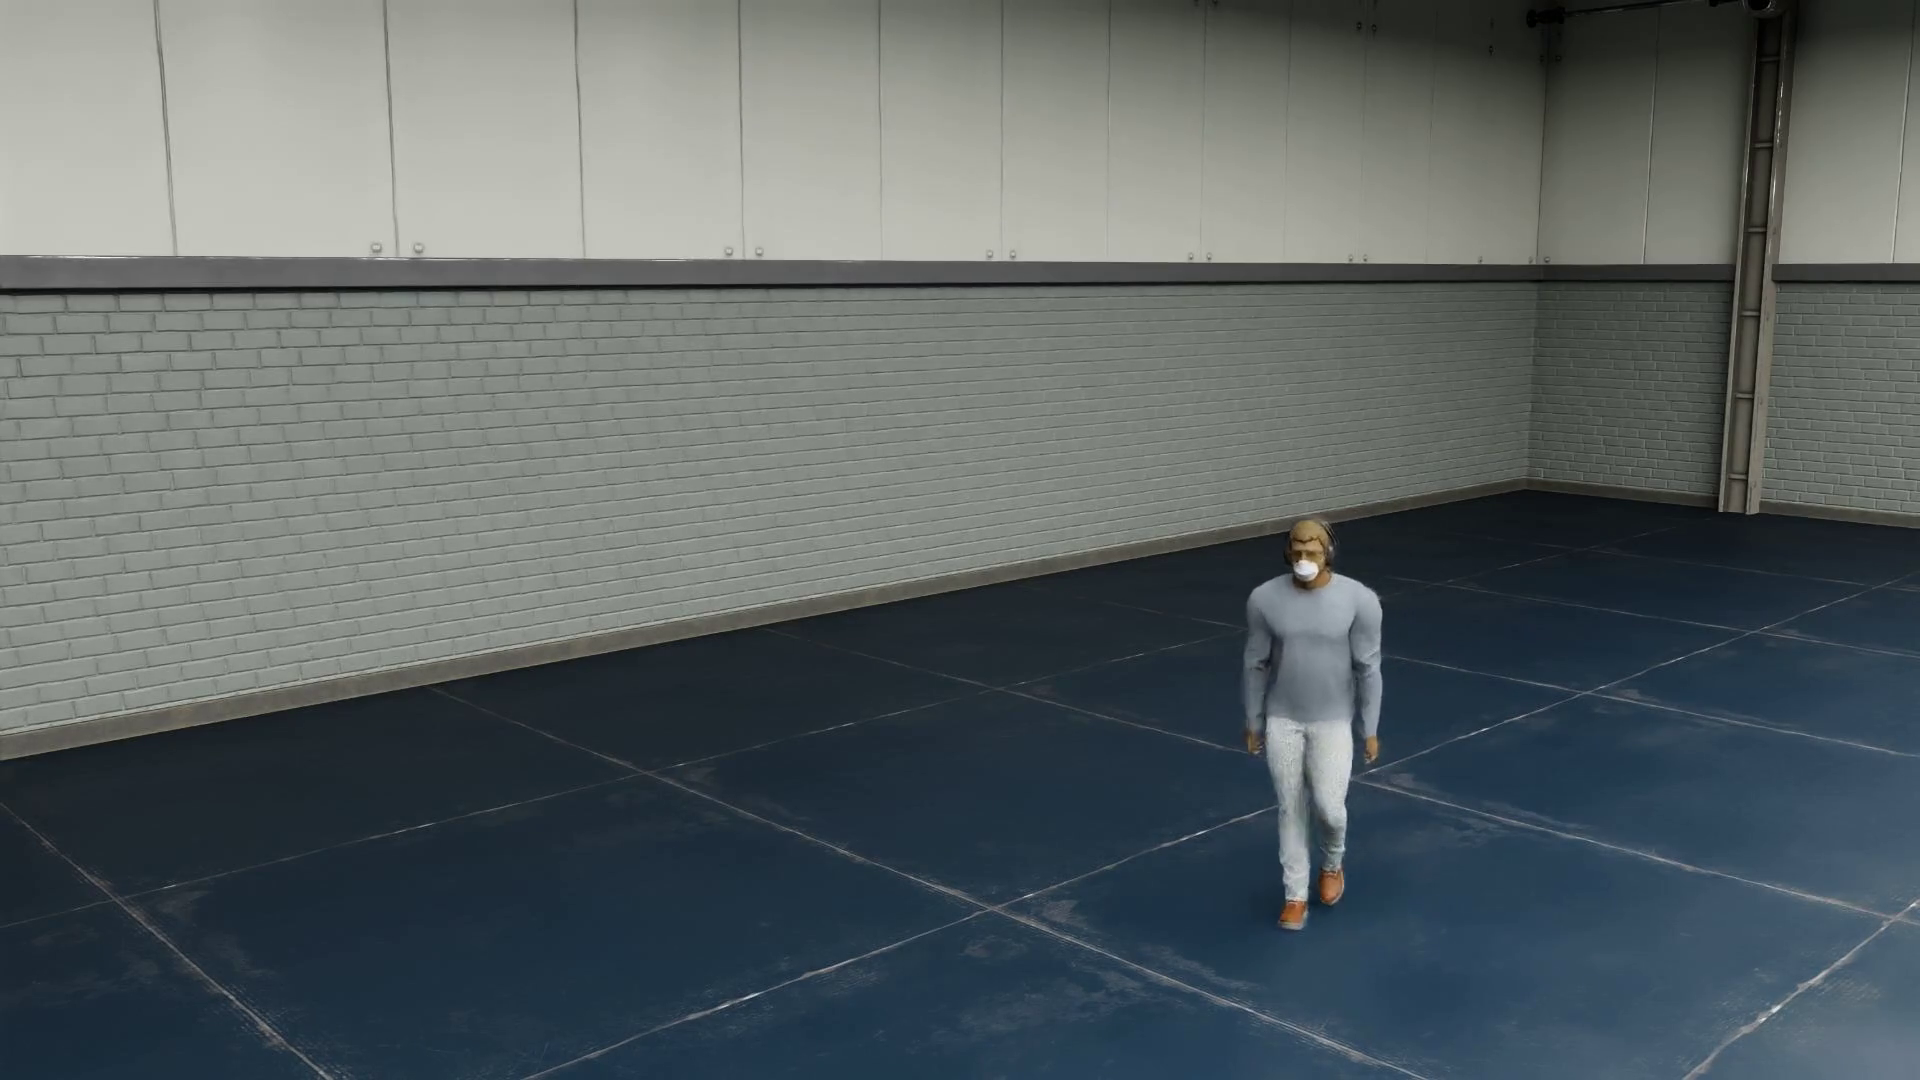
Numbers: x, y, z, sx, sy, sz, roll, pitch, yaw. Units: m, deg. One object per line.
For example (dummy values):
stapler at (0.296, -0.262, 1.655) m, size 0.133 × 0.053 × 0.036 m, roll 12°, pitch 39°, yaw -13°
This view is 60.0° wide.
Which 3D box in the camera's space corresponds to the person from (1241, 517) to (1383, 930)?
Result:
person at (1.614, 0.841, 7.699) m, size 0.652 × 1.927 × 0.472 m, roll 5°, pitch 10°, yaw 26°
